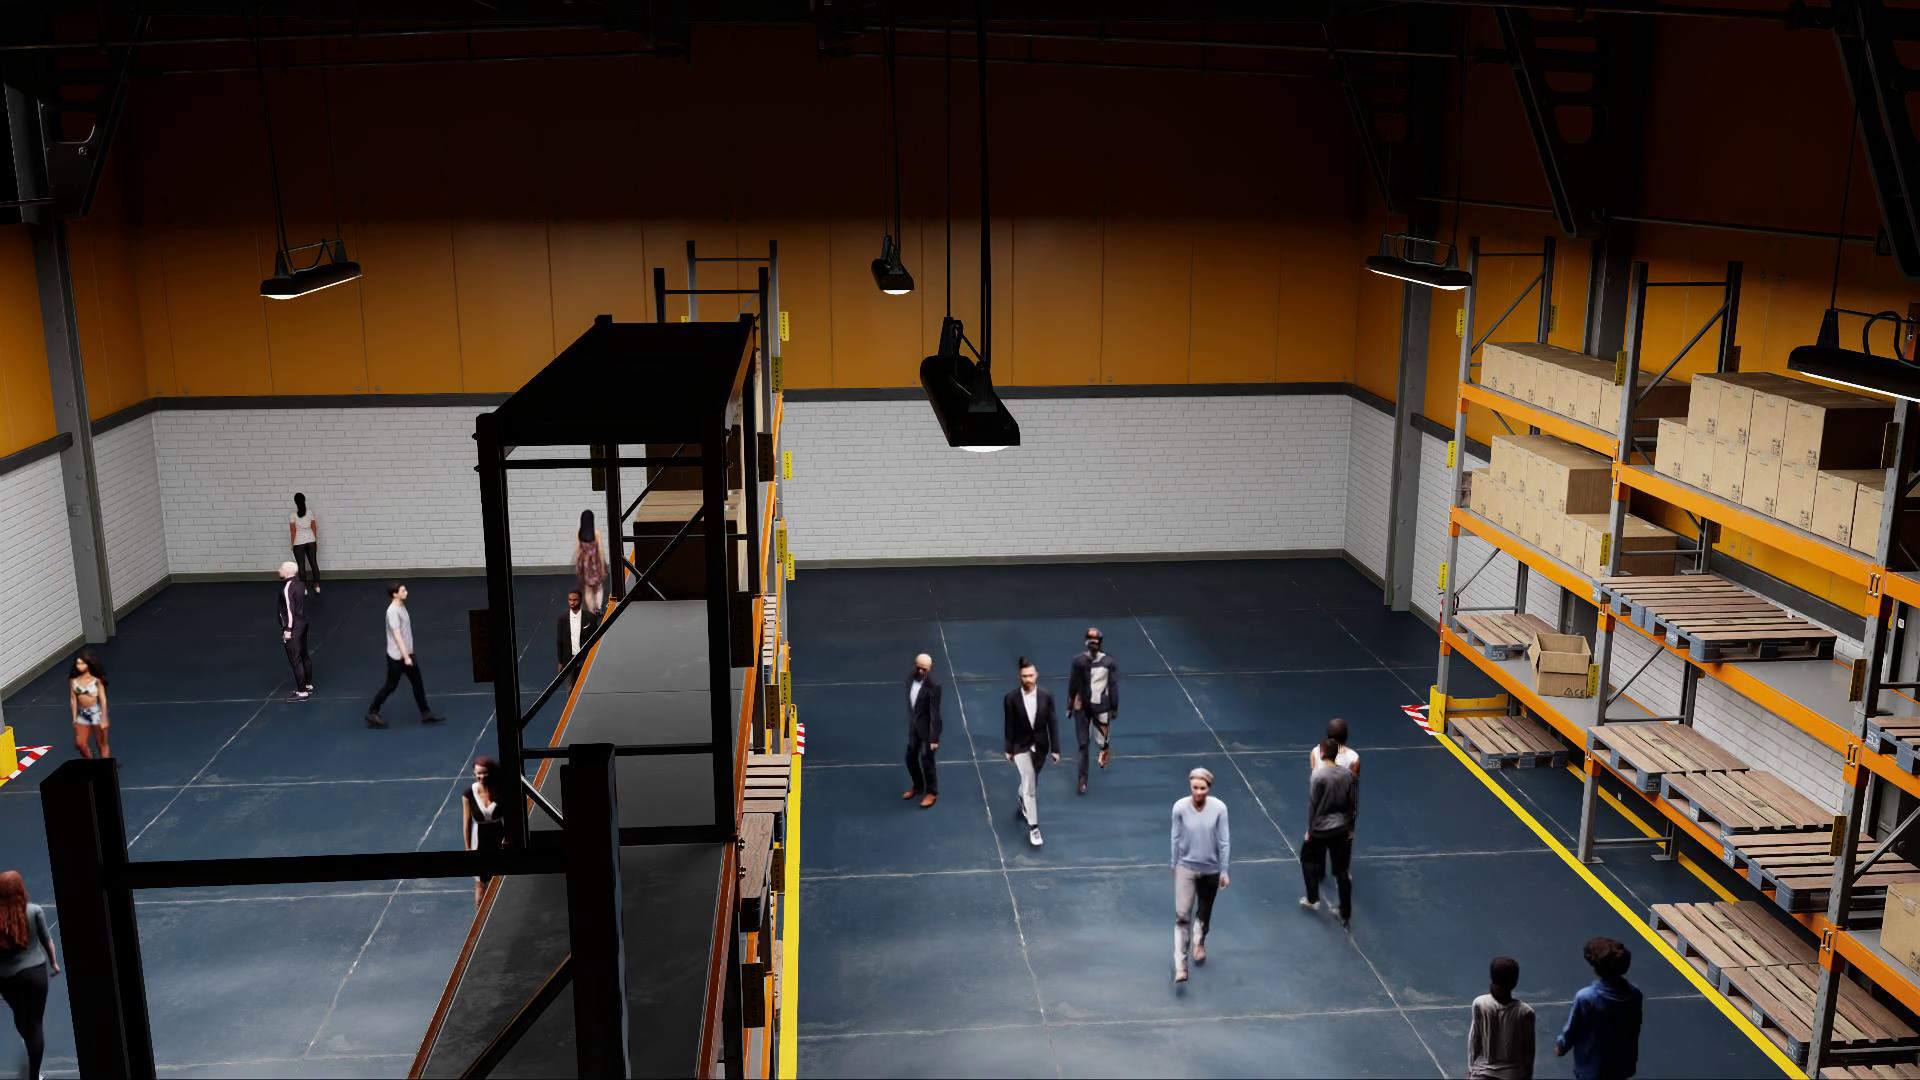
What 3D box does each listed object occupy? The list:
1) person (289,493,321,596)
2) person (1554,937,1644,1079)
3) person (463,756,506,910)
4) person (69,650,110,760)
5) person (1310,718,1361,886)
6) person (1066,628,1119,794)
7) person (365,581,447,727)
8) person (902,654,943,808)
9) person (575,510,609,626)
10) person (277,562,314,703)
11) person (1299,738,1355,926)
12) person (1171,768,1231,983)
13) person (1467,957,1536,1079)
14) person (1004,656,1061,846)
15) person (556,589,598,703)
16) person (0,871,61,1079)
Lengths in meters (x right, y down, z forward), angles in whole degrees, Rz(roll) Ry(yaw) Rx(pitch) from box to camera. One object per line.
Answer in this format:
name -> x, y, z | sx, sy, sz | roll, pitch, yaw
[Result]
person -> -10.466, 0.044, 26.552 | 0.656, 1.646, 0.692 | -11, 18, -39
person -> 4.468, 3.624, 11.468 | 0.779, 1.788, 0.862 | -3, 14, -12
person -> -4.232, 2.766, 15.005 | 0.631, 1.790, 0.614 | -5, 15, -22
person -> -9.686, 1.978, 18.637 | 0.598, 1.613, 0.622 | 0, 14, 0
person -> 3.638, 2.539, 16.168 | 0.762, 1.684, 0.806 | 9, 16, 33
person -> 1.491, 1.854, 18.604 | 0.887, 1.868, 1.098 | 3, 14, 12
person -> -6.979, 1.434, 20.425 | 0.801, 1.828, 1.166 | 0, 14, 0
person -> -0.379, 2.042, 18.063 | 0.888, 1.759, 0.825 | -10, 17, -35
person -> -5.489, 0.448, 24.657 | 0.614, 1.754, 0.849 | -1, 14, -4
person -> -8.599, 1.162, 21.532 | 0.715, 1.837, 0.488 | -1, 14, -5
person -> 3.423, 2.714, 15.335 | 0.733, 1.737, 0.825 | -3, 14, -14
person -> 2.086, 2.854, 14.519 | 0.790, 1.849, 1.205 | 1, 14, 4
person -> 3.668, 3.669, 11.311 | 0.668, 1.773, 0.684 | 6, 15, 25
person -> 0.719, 2.128, 17.419 | 0.804, 1.894, 1.318 | -3, 14, -12
person -> -4.658, 1.477, 20.306 | 0.663, 1.800, 0.561 | 0, 14, -1
person -> -7.103, 3.396, 12.608 | 0.873, 1.695, 1.191 | -7, 15, -25
